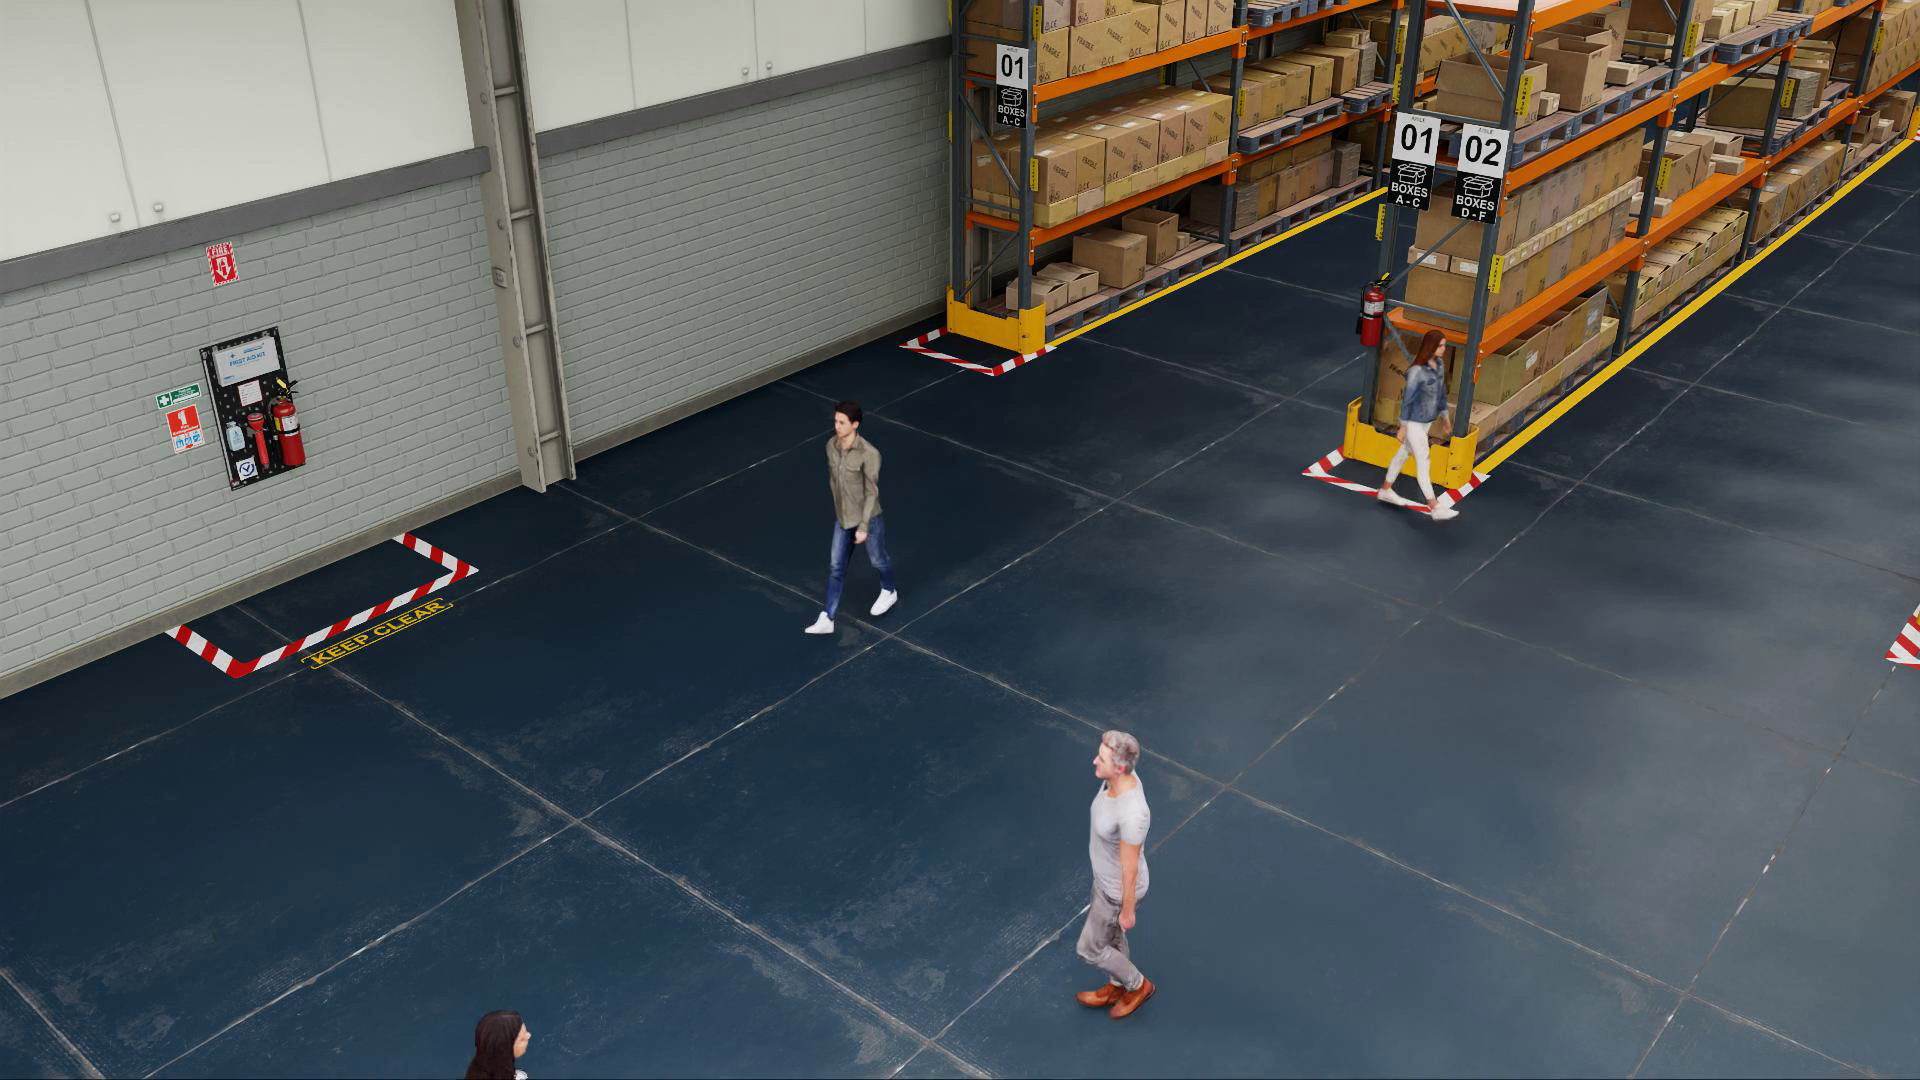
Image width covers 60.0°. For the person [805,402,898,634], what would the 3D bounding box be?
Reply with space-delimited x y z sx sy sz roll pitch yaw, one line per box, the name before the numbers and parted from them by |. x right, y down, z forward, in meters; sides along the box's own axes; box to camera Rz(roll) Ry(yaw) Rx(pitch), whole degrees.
person | -0.689 -0.178 12.491 0.750 1.800 1.191 19 33 31

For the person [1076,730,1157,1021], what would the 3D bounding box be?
person | 0.915 1.796 8.769 0.914 1.814 0.849 -2 28 -3

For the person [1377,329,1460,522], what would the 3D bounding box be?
person | 3.832 -1.014 14.205 0.732 1.664 0.981 24 36 38

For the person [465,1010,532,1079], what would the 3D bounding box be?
person | -2.011 2.757 7.053 1.139 1.732 0.839 -16 32 -27
